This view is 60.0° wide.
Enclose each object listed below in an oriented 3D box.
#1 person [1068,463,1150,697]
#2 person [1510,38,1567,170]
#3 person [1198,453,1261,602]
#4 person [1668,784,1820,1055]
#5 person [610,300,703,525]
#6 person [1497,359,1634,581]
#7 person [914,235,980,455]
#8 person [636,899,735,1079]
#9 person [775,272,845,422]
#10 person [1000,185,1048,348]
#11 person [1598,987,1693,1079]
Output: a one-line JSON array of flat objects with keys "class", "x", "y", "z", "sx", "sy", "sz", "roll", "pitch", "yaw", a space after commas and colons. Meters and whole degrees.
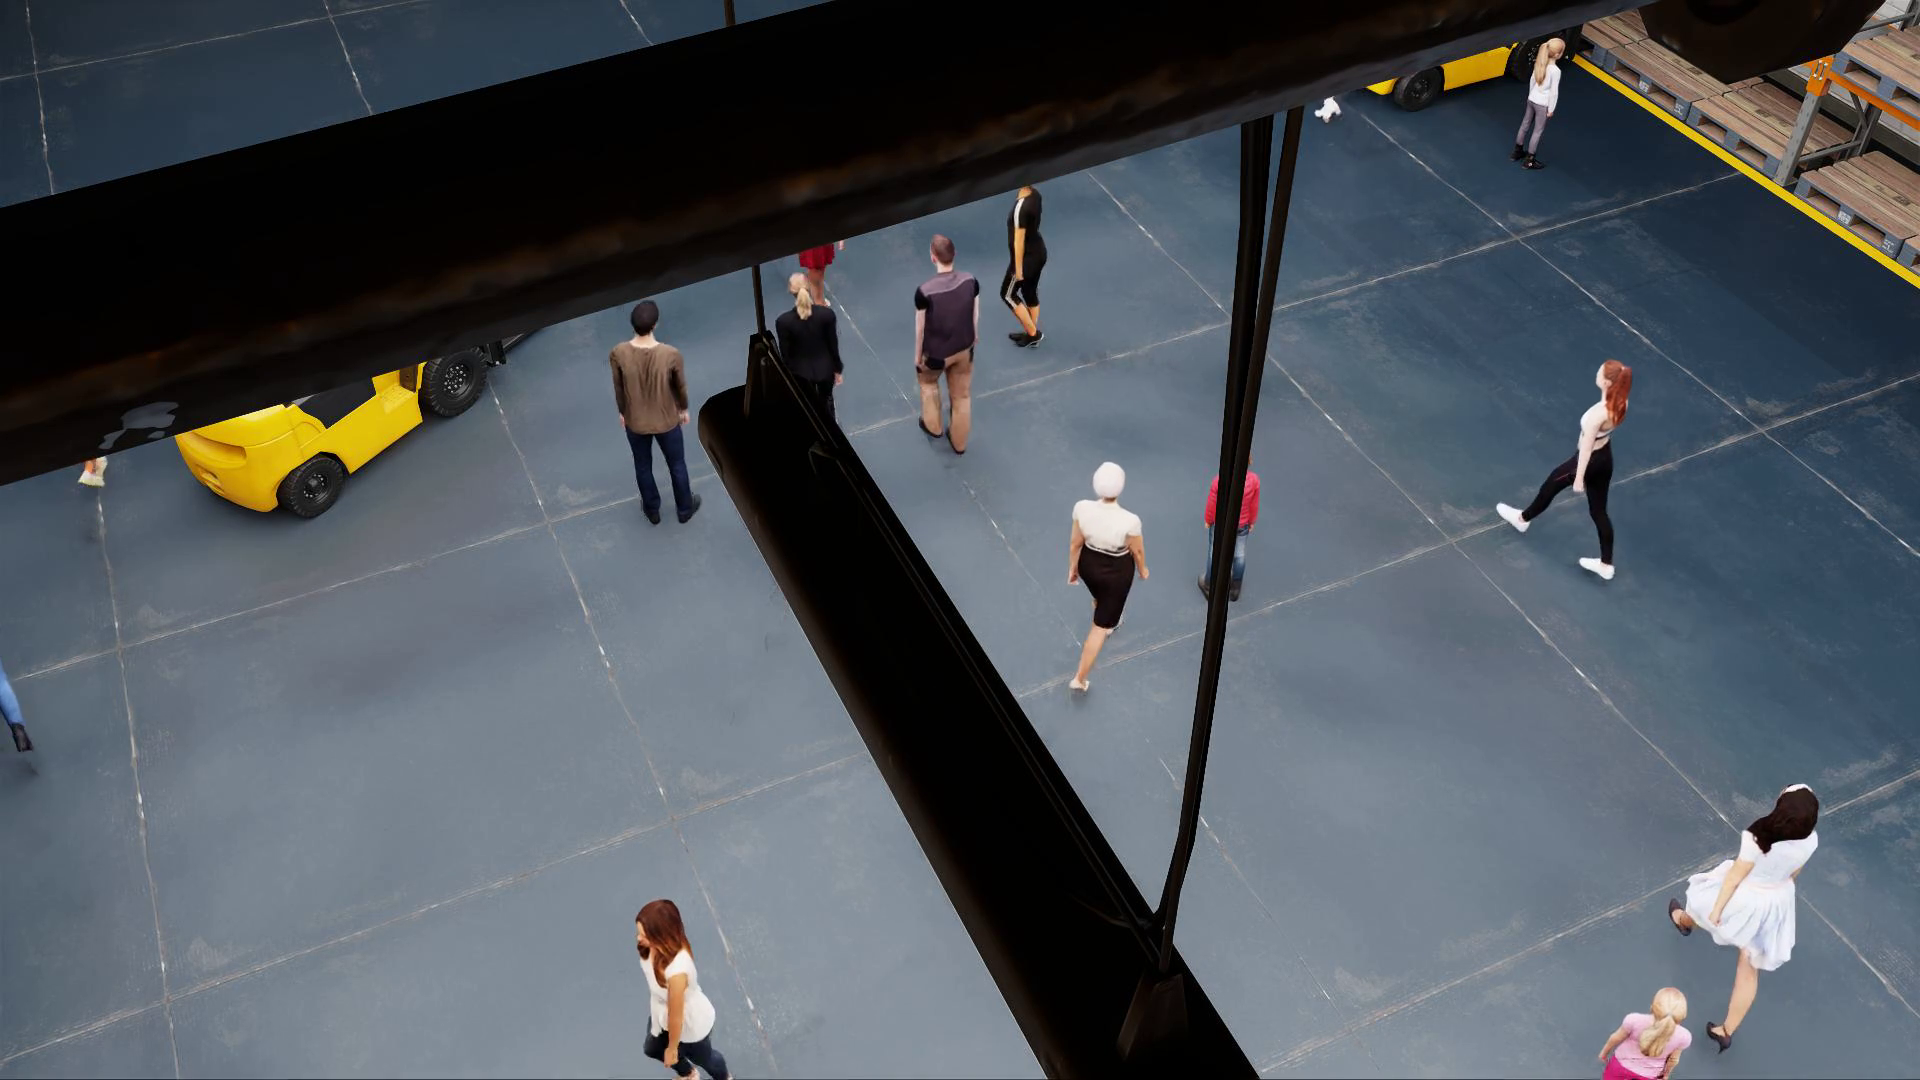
[{"class": "person", "x": 0.893, "y": 0.298, "z": 10.657, "sx": 1.109, "sy": 1.708, "sz": 1.040, "roll": 24, "pitch": 48, "yaw": 23}, {"class": "person", "x": 5.435, "y": -4.107, "z": 15.592, "sx": 0.554, "sy": 1.278, "sz": 0.427, "roll": -16, "pitch": 46, "yaw": -16}, {"class": "person", "x": 1.853, "y": -0.115, "z": 11.376, "sx": 0.575, "sy": 1.314, "sz": 0.592, "roll": 0, "pitch": 44, "yaw": 0}, {"class": "person", "x": 4.202, "y": 2.032, "z": 8.806, "sx": 0.996, "sy": 1.751, "sz": 1.288, "roll": 1, "pitch": 44, "yaw": 1}, {"class": "person", "x": -2.190, "y": -0.875, "z": 11.768, "sx": 0.729, "sy": 1.874, "sz": 0.678, "roll": -9, "pitch": 44, "yaw": -9}, {"class": "person", "x": 4.413, "y": -0.453, "z": 11.461, "sx": 0.831, "sy": 1.685, "sz": 1.261, "roll": -30, "pitch": 51, "yaw": -28}, {"class": "person", "x": -0.064, "y": -1.382, "z": 12.340, "sx": 0.715, "sy": 1.818, "sz": 0.716, "roll": -15, "pitch": 46, "yaw": -16}, {"class": "person", "x": -1.330, "y": 2.354, "z": 8.455, "sx": 0.704, "sy": 1.768, "sz": 0.602, "roll": -25, "pitch": 49, "yaw": -24}, {"class": "person", "x": -1.076, "y": -1.156, "z": 12.199, "sx": 0.670, "sy": 1.685, "sz": 0.630, "roll": -6, "pitch": 44, "yaw": -7}, {"class": "person", "x": 0.612, "y": -2.250, "z": 13.372, "sx": 0.804, "sy": 1.652, "sz": 0.753, "roll": 16, "pitch": 46, "yaw": 16}, {"class": "person", "x": 3.441, "y": 2.693, "z": 8.466, "sx": 0.784, "sy": 1.263, "sz": 0.832, "roll": 15, "pitch": 46, "yaw": 15}]
